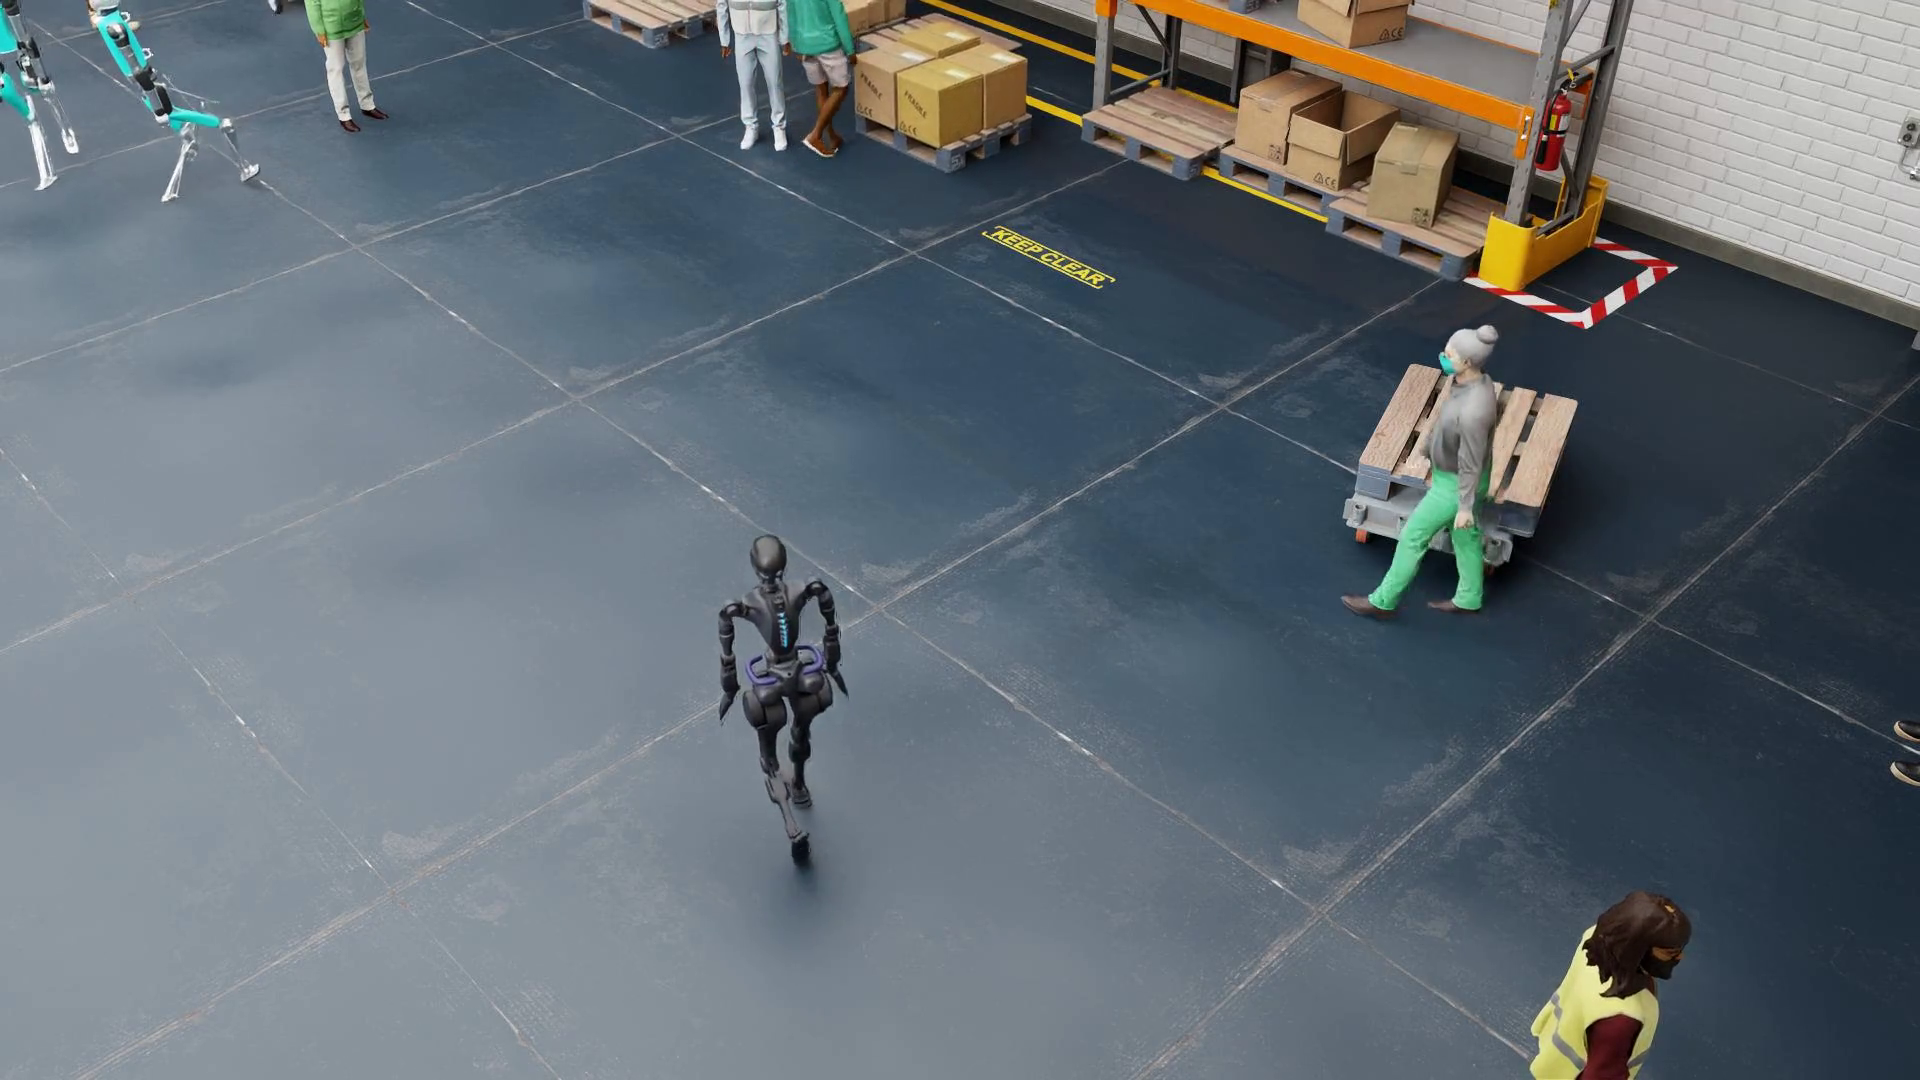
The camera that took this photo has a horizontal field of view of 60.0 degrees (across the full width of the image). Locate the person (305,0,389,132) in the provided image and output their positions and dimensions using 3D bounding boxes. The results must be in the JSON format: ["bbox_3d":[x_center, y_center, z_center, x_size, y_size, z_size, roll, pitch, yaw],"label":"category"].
[{"bbox_3d":[-5.247,-4.376,14.070,0.384,1.782,0.550,21,42,25],"label":"person"}]

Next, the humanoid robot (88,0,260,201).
[{"bbox_3d":[-6.041,-3.507,13.008,1.023,1.763,0.555,-23,43,-28],"label":"humanoid robot"}]

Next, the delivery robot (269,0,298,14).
[{"bbox_3d":[-6.825,-5.687,16.836,0.499,0.608,0.793,-24,43,-28],"label":"delivery robot"}]

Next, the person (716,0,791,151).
[{"bbox_3d":[-1.687,-4.159,13.684,0.597,1.909,0.399,0,37,0],"label":"person"}]

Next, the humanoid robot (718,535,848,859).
[{"bbox_3d":[-0.767,0.684,7.472,0.599,1.632,0.613,-13,39,-16],"label":"humanoid robot"}]

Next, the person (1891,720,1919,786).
[{"bbox_3d":[4.808,0.324,7.709,0.381,1.957,0.600,17,40,21],"label":"person"}]

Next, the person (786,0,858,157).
[{"bbox_3d":[-1.140,-4.011,13.549,0.575,1.826,0.546,18,41,22],"label":"person"}]

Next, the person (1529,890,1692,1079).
[{"bbox_3d":[2.180,1.861,5.823,0.382,1.772,0.466,9,38,12],"label":"person"}]

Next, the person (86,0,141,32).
[{"bbox_3d":[-8.343,-5.844,15.808,0.604,2.036,0.379,27,45,31],"label":"person"}]

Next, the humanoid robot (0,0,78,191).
[{"bbox_3d":[-7.542,-3.790,13.369,0.557,1.780,1.012,-6,37,-8],"label":"humanoid robot"}]

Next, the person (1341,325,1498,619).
[{"bbox_3d":[2.497,-0.347,8.717,0.845,1.808,0.530,12,39,15],"label":"person"}]
